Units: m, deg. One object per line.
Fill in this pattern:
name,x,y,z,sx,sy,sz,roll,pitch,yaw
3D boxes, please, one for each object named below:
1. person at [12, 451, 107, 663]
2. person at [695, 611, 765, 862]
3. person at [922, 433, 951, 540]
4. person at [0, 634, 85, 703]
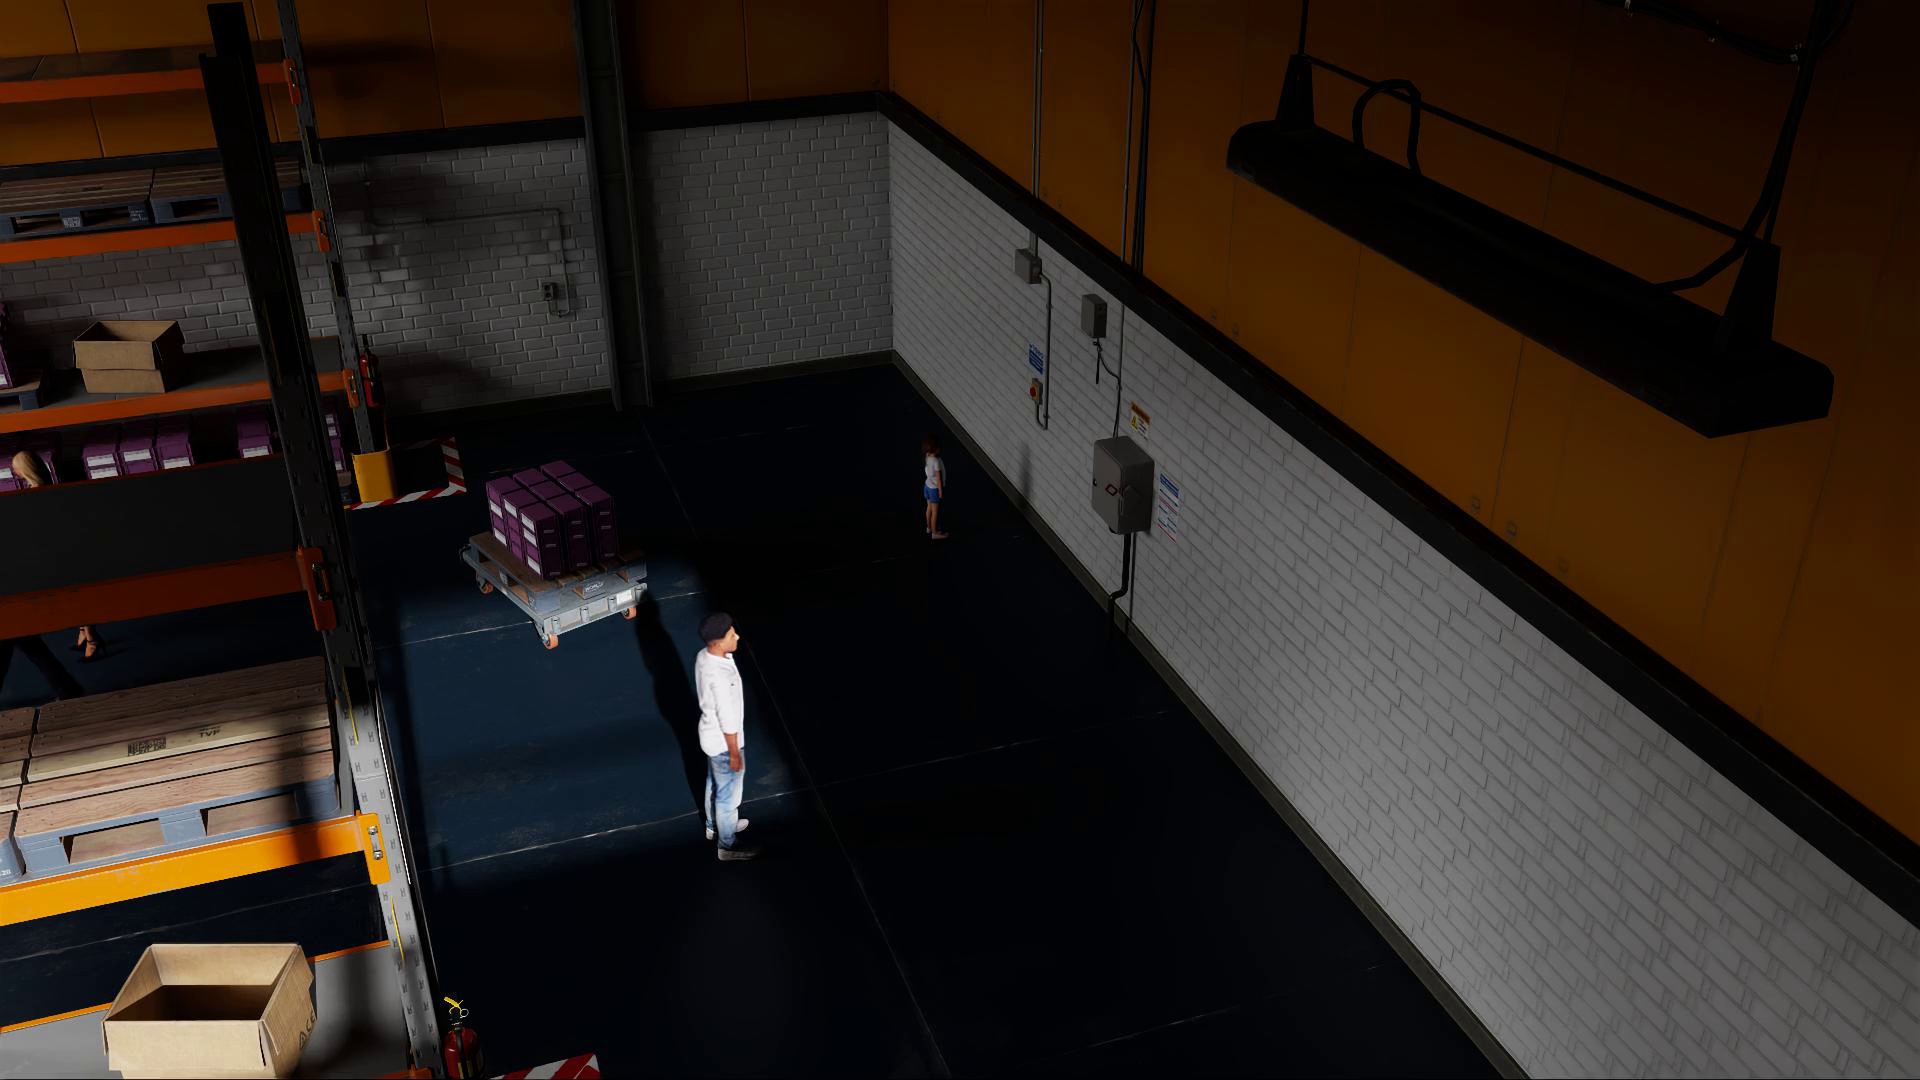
person,-7.032,0.119,12.993,0.630,1.842,0.664,-18,33,-30
person,-1.564,1.266,10.920,0.542,1.812,0.632,-10,30,-18
person,-0.234,-0.499,14.984,0.430,1.020,0.417,-11,30,-19
person,-6.969,0.578,12.389,1.103,1.615,0.649,-9,30,-16
